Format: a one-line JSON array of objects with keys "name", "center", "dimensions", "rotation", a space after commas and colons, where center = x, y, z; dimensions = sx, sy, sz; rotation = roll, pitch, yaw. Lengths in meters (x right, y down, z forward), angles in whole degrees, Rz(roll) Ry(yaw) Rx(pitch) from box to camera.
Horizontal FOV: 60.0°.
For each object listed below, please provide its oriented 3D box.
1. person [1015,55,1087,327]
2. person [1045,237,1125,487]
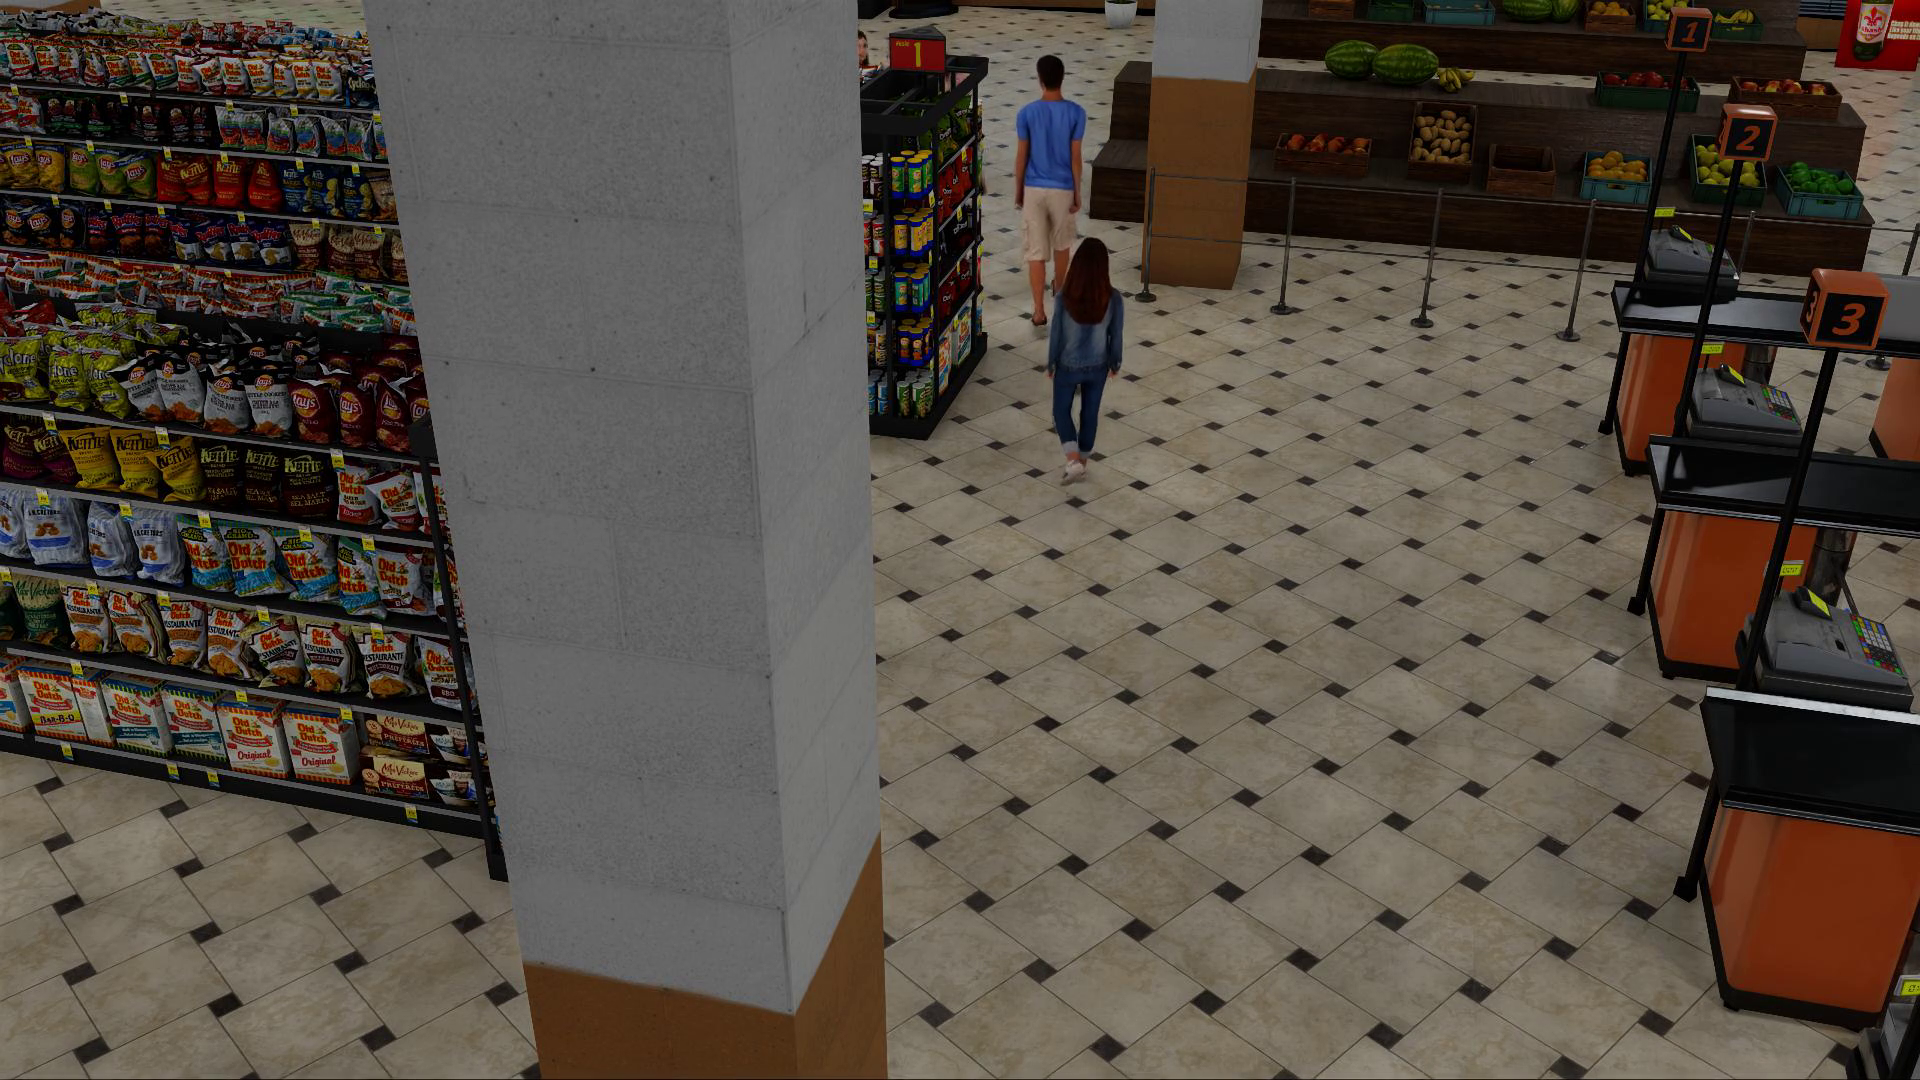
[{"name": "person", "center": [0.615, -2.372, 11.563], "dimensions": [1.228, 1.815, 0.890], "rotation": [1, 29, 2]}, {"name": "person", "center": [0.691, -0.958, 9.333], "dimensions": [0.753, 1.470, 0.766], "rotation": [-2, 29, -3]}]
